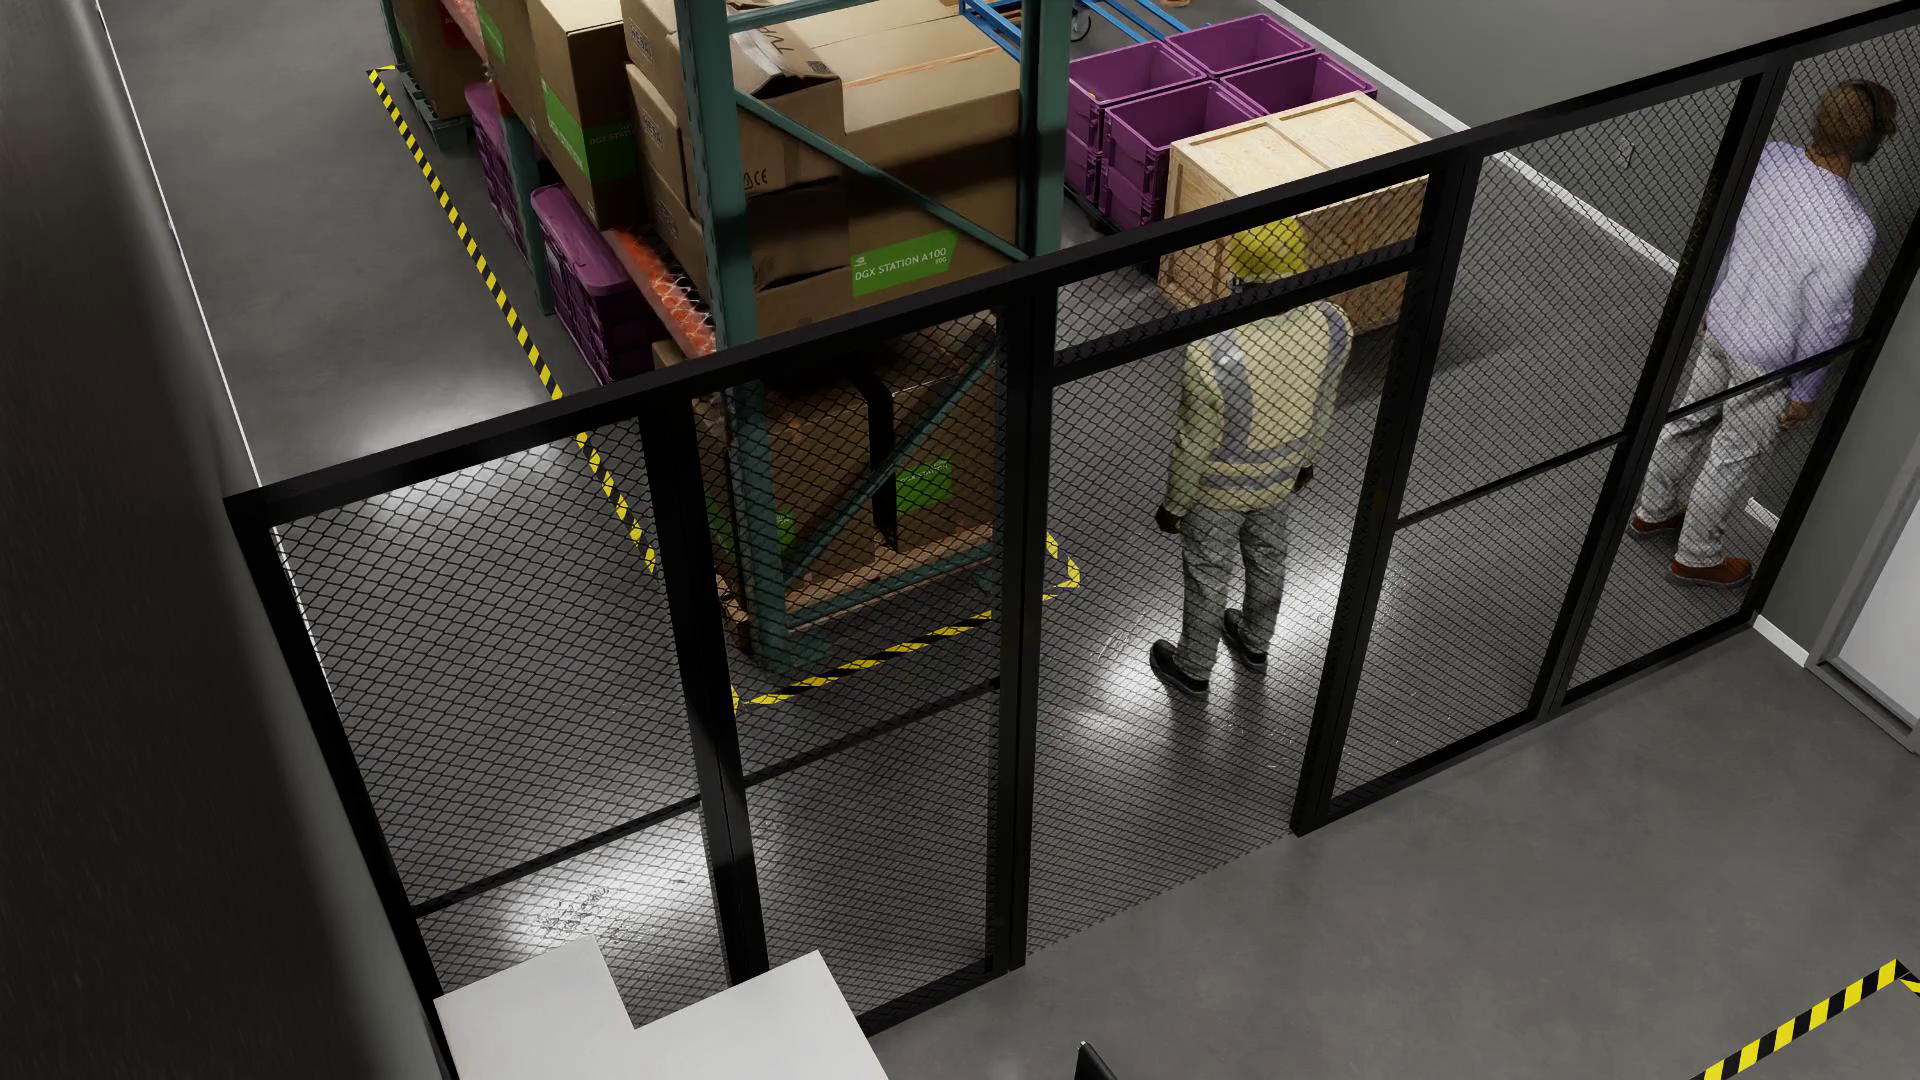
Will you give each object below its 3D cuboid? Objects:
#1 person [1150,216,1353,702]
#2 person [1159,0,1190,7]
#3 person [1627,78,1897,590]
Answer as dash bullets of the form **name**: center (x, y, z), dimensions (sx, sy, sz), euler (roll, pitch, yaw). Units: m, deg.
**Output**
- **person**: center (0.884, -0.233, 5.282), dimensions (0.603, 1.825, 0.404), euler (-20, 46, -20)
- **person**: center (1.229, -3.959, 9.243), dimensions (0.625, 1.978, 0.430), euler (-31, 51, -30)
- **person**: center (2.733, -0.666, 5.674), dimensions (0.362, 1.938, 0.635), euler (-9, 43, -9)
